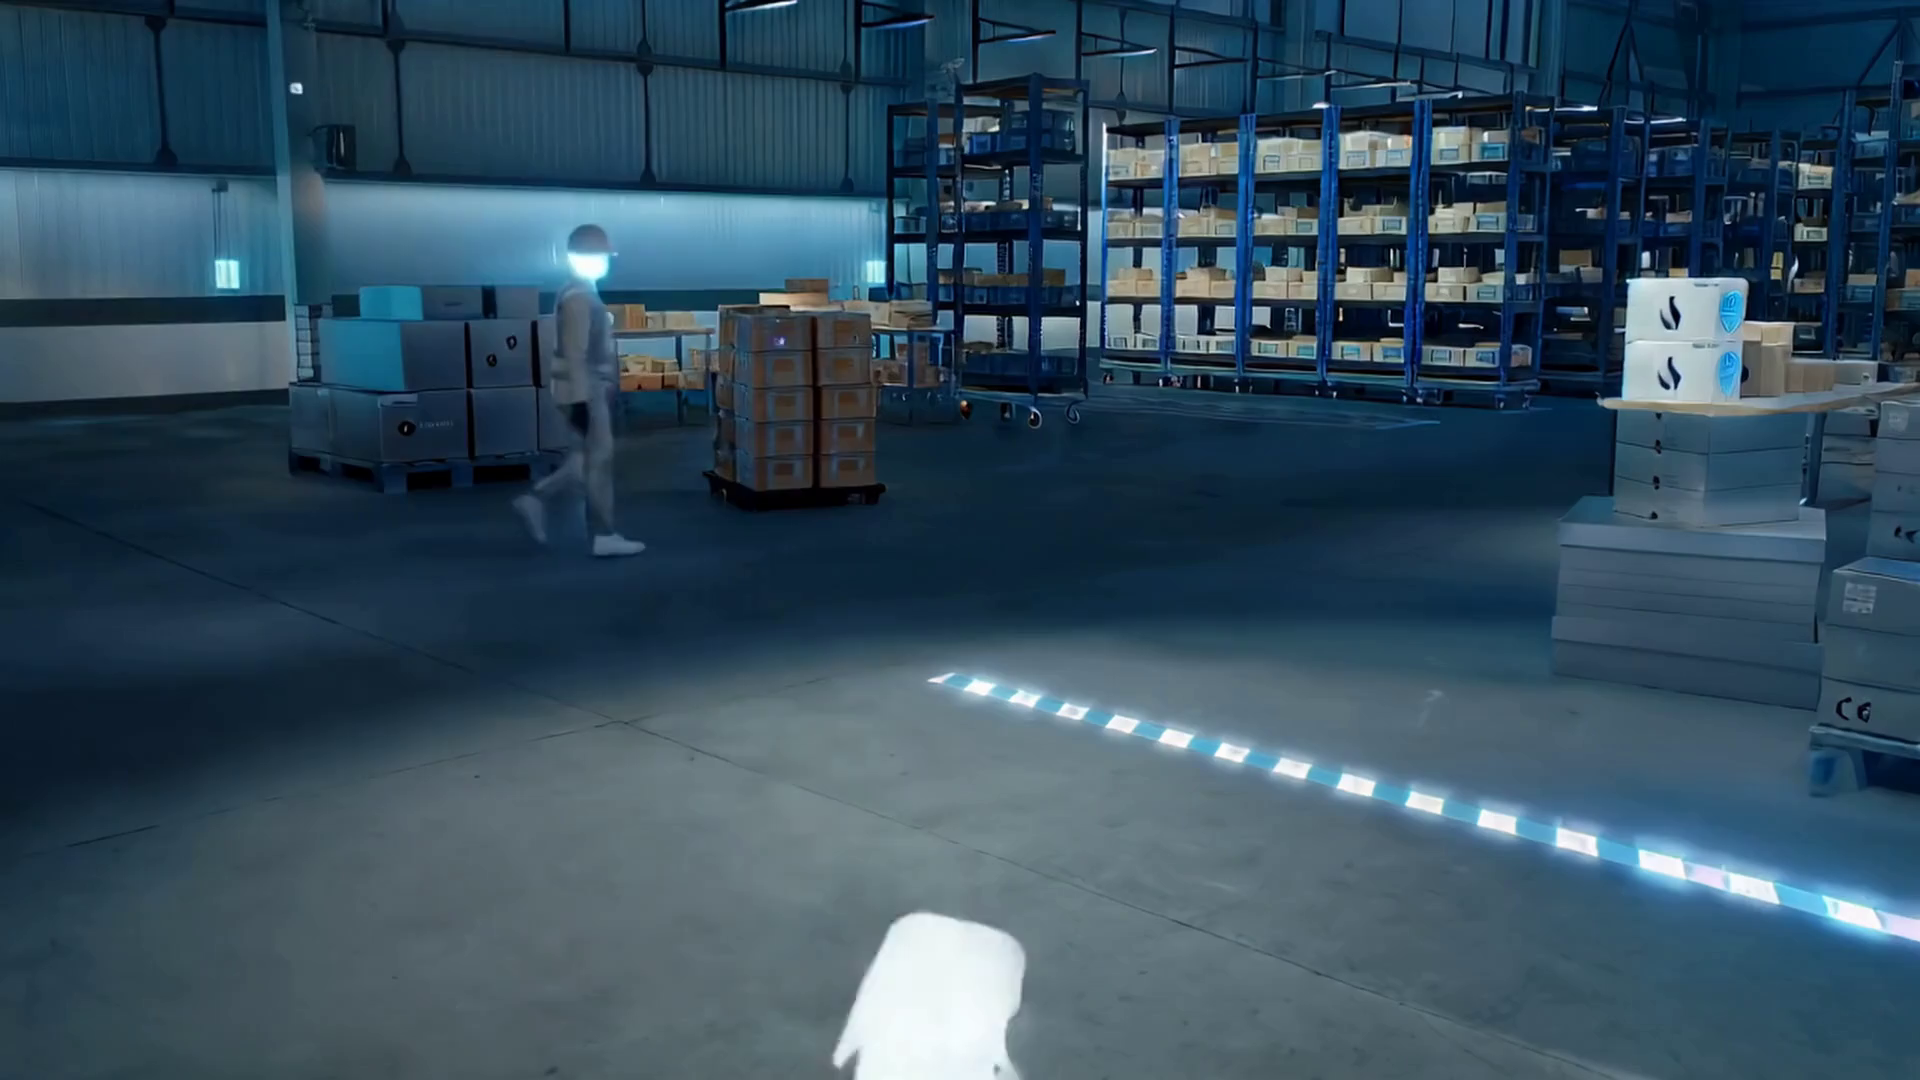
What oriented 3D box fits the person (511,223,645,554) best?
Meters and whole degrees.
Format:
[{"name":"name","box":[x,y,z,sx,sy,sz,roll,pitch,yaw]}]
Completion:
[{"name":"person","box":[-2.246,-0.863,9.662,0.686,1.932,0.607,-1,10,-8]}]

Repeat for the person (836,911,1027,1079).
[{"name":"person","box":[-0.029,0.639,0.806,0.971,1.859,0.604,4,10,25]}]
